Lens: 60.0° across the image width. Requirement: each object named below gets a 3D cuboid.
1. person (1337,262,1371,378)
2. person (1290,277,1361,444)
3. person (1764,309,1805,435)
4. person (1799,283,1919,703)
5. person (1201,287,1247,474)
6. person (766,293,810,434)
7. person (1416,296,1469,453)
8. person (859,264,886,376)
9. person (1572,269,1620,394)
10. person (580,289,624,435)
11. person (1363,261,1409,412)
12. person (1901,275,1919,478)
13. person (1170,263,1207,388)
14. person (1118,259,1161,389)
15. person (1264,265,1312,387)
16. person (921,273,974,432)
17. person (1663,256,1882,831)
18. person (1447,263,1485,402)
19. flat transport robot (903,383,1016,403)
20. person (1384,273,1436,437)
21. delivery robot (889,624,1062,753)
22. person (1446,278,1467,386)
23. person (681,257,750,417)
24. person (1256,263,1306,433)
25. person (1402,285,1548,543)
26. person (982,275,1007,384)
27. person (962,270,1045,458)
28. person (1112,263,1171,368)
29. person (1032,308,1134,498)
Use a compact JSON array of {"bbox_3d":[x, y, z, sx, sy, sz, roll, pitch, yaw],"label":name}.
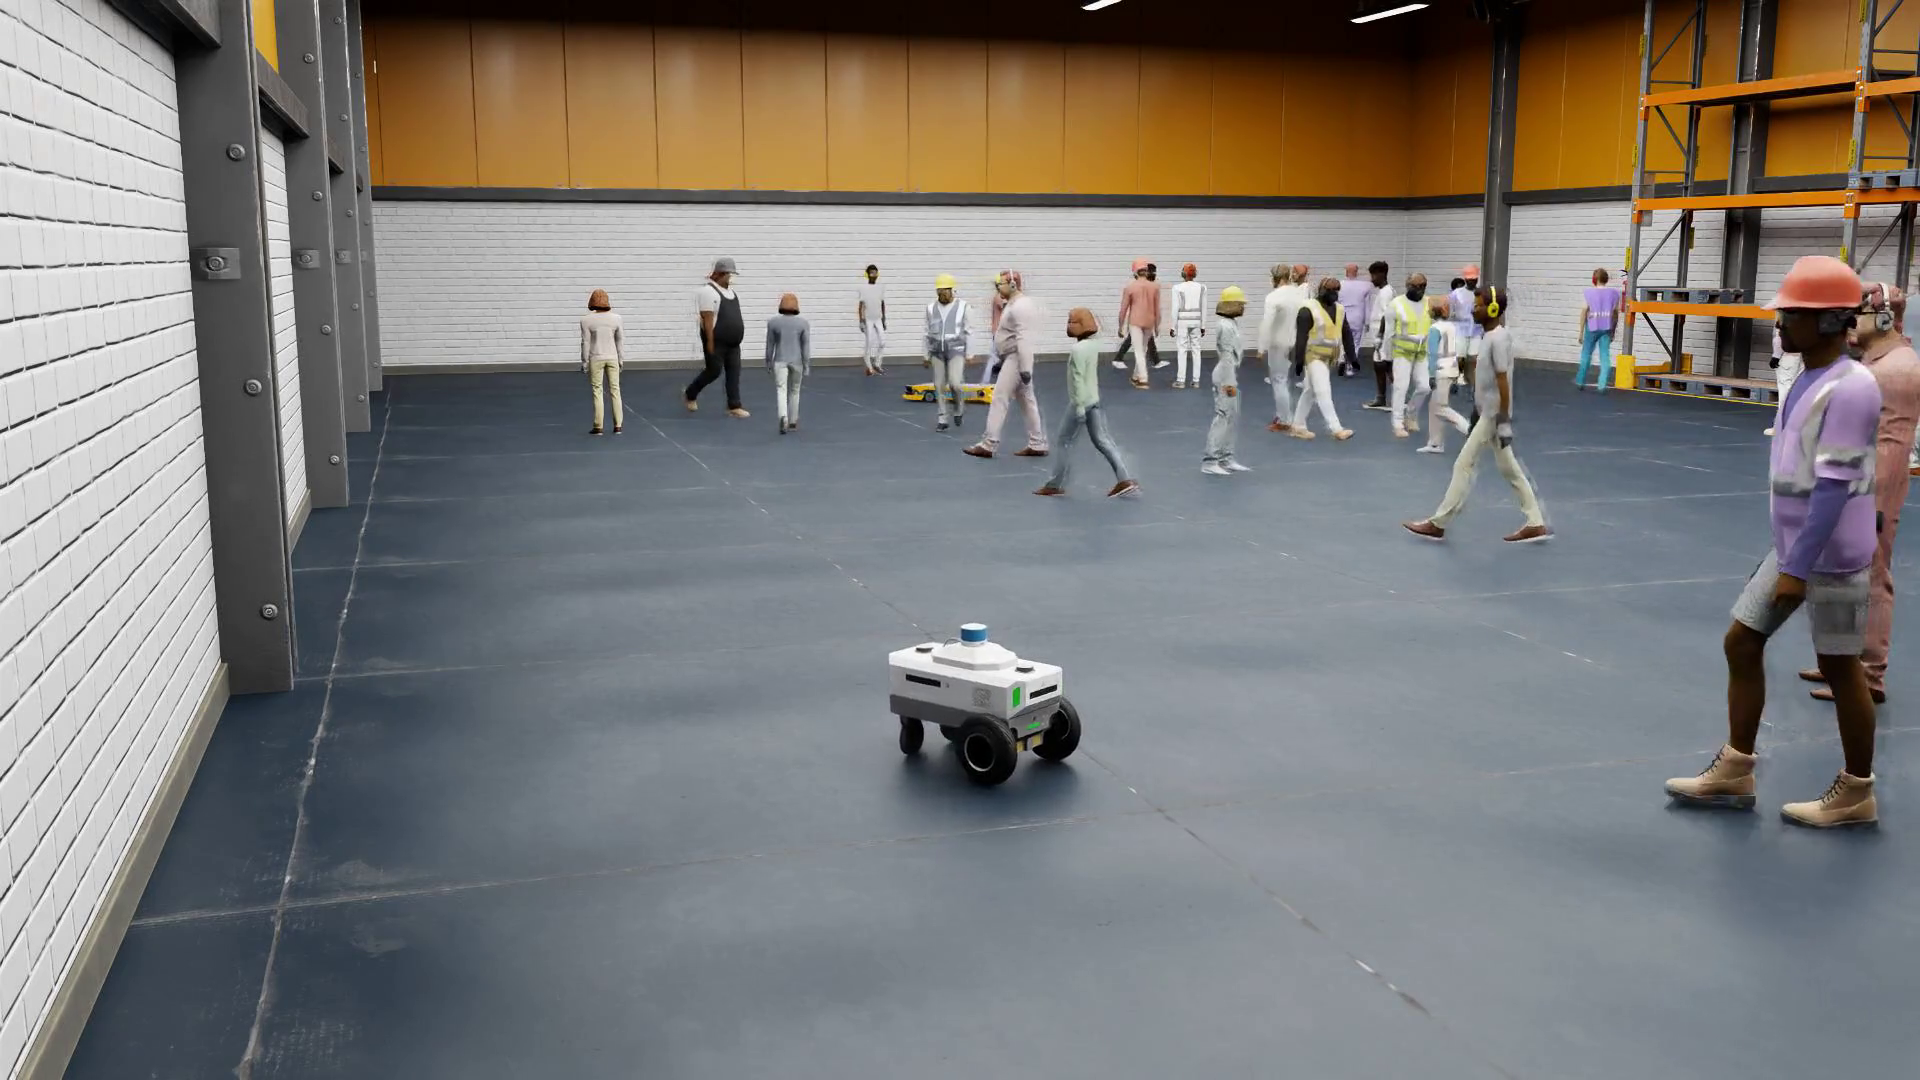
[{"bbox_3d":[6.346,-3.561,27.022,0.652,1.890,0.485,2,10,11],"label":"person"},{"bbox_3d":[3.951,-1.941,17.993,0.640,1.782,0.989,-7,12,-37],"label":"person"},{"bbox_3d":[9.305,-2.076,18.598,0.621,1.838,0.429,-5,11,-25],"label":"person"},{"bbox_3d":[4.121,-0.214,7.612,0.408,1.905,0.654,4,10,20],"label":"person"},{"bbox_3d":[2.466,-1.462,15.430,0.386,1.738,0.495,1,10,7],"label":"person"},{"bbox_3d":[-1.960,-2.020,18.966,0.509,1.594,0.823,-1,10,-5],"label":"person"},{"bbox_3d":[4.947,-1.642,16.748,0.645,1.616,0.510,7,12,36],"label":"person"},{"bbox_3d":[-1.424,-3.641,27.644,0.553,1.840,0.598,-5,11,-28],"label":"person"},{"bbox_3d":[9.288,-3.045,24.294,0.596,1.796,0.939,0,10,1],"label":"person"},{"bbox_3d":[-4.025,-1.997,18.721,0.499,1.634,0.279,-6,11,-31],"label":"person"},{"bbox_3d":[5.529,-2.623,21.524,0.565,1.928,0.828,2,10,11],"label":"person"},{"bbox_3d":[8.747,-1.530,15.200,0.392,1.927,0.645,-1,10,-8],"label":"person"},{"bbox_3d":[3.459,-3.245,25.221,0.584,1.882,0.345,-3,10,-18],"label":"person"},{"bbox_3d":[2.709,-3.279,25.257,0.627,1.946,0.928,-4,10,-20],"label":"person"},{"bbox_3d":[5.029,-3.236,25.251,0.869,1.850,0.605,2,10,12],"label":"person"},{"bbox_3d":[-0.153,-2.127,18.940,0.614,1.813,0.432,3,10,17],"label":"person"},{"bbox_3d":[2.906,0.031,5.841,0.830,2.017,0.604,1,10,7],"label":"person"},{"bbox_3d":[7.006,-2.868,22.984,0.581,1.908,0.703,1,10,4],"label":"person"},{"bbox_3d":[-0.007,-2.036,22.886,1.431,0.197,0.652,4,11,22],"label":"flat transport robot"},{"bbox_3d":[5.009,-2.043,18.464,0.684,1.822,0.439,-2,10,-12],"label":"person"},{"bbox_3d":[0.052,0.579,6.658,0.707,0.478,0.477,8,13,39],"label":"delivery robot"},{"bbox_3d":[7.621,-3.239,25.803,0.540,1.672,0.775,-3,10,-16],"label":"person"},{"bbox_3d":[-3.051,-2.543,20.704,0.849,2.000,0.684,5,11,28],"label":"person"},{"bbox_3d":[3.628,-2.185,18.965,0.654,1.920,0.562,-9,14,-43],"label":"person"},{"bbox_3d":[3.699,-0.878,11.709,1.007,1.820,0.543,3,10,15],"label":"person"},{"bbox_3d":[0.674,-3.095,24.818,0.787,1.729,0.529,-1,10,-7],"label":"person"},{"bbox_3d":[0.432,-1.746,16.592,0.921,1.868,0.648,1,10,3],"label":"person"},{"bbox_3d":[3.188,-3.937,29.335,1.030,1.866,0.641,2,10,13],"label":"person"},{"bbox_3d":[1.057,-1.135,13.875,0.867,1.601,0.508,5,11,25],"label":"person"}]
